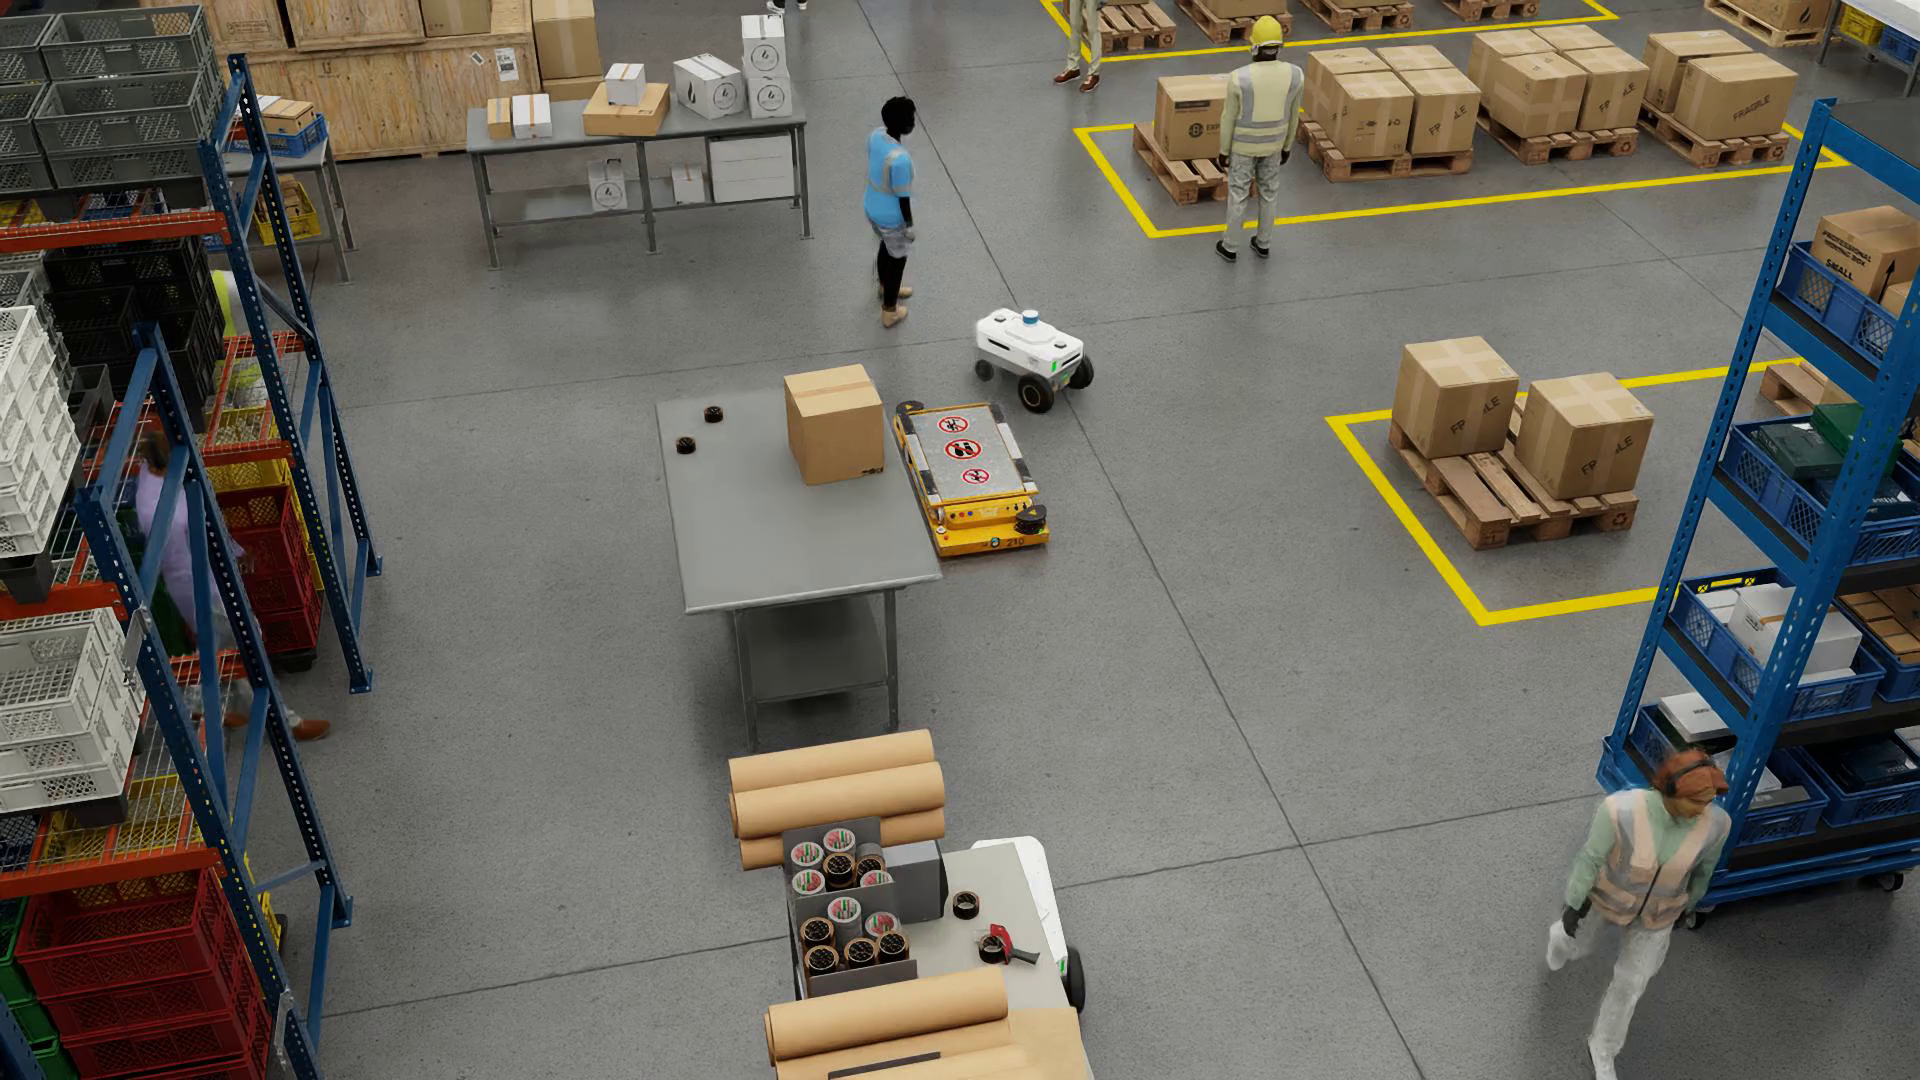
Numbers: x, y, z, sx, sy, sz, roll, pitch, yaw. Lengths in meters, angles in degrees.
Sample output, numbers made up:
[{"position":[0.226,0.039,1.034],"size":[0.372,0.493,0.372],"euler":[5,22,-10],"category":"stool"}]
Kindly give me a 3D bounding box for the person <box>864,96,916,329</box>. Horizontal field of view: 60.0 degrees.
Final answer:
[{"position":[-0.451,-2.270,11.424],"size":[0.415,1.669,0.624],"euler":[-16,39,-20],"category":"person"}]

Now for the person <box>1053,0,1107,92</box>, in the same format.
[{"position":[1.113,-4.975,14.894],"size":[0.507,1.865,0.329],"euler":[28,45,33],"category":"person"}]

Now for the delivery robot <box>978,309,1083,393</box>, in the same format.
[{"position":[0.456,-1.281,10.940],"size":[0.707,0.478,0.477],"euler":[28,45,33],"category":"delivery robot"}]

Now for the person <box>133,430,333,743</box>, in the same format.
[{"position":[-3.567,0.204,7.896],"size":[0.617,1.948,0.643],"euler":[-11,38,-14],"category":"person"}]

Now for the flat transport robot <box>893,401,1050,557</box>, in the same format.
[{"position":[0.046,-0.430,10.108],"size":[0.652,0.197,1.431],"euler":[-8,37,-10],"category":"flat transport robot"}]

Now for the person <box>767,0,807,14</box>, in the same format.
[{"position":[-1.763,-6.226,16.528],"size":[0.600,1.917,0.377],"euler":[-16,40,-20],"category":"person"}]

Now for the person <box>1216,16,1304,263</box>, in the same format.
[{"position":[2.157,-2.905,12.146],"size":[0.589,1.825,0.403],"euler":[-8,37,-10],"category":"person"}]

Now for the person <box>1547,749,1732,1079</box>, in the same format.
[{"position":[2.634,1.387,6.542],"size":[0.527,1.612,0.703],"euler":[7,37,9],"category":"person"}]

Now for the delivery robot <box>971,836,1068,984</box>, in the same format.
[{"position":[0.237,1.591,7.081],"size":[0.477,0.478,0.707],"euler":[-4,37,-6],"category":"delivery robot"}]

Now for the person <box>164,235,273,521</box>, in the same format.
[{"position":[-4.197,-0.936,9.483],"size":[0.622,1.844,0.429],"euler":[-17,40,-22],"category":"person"}]
